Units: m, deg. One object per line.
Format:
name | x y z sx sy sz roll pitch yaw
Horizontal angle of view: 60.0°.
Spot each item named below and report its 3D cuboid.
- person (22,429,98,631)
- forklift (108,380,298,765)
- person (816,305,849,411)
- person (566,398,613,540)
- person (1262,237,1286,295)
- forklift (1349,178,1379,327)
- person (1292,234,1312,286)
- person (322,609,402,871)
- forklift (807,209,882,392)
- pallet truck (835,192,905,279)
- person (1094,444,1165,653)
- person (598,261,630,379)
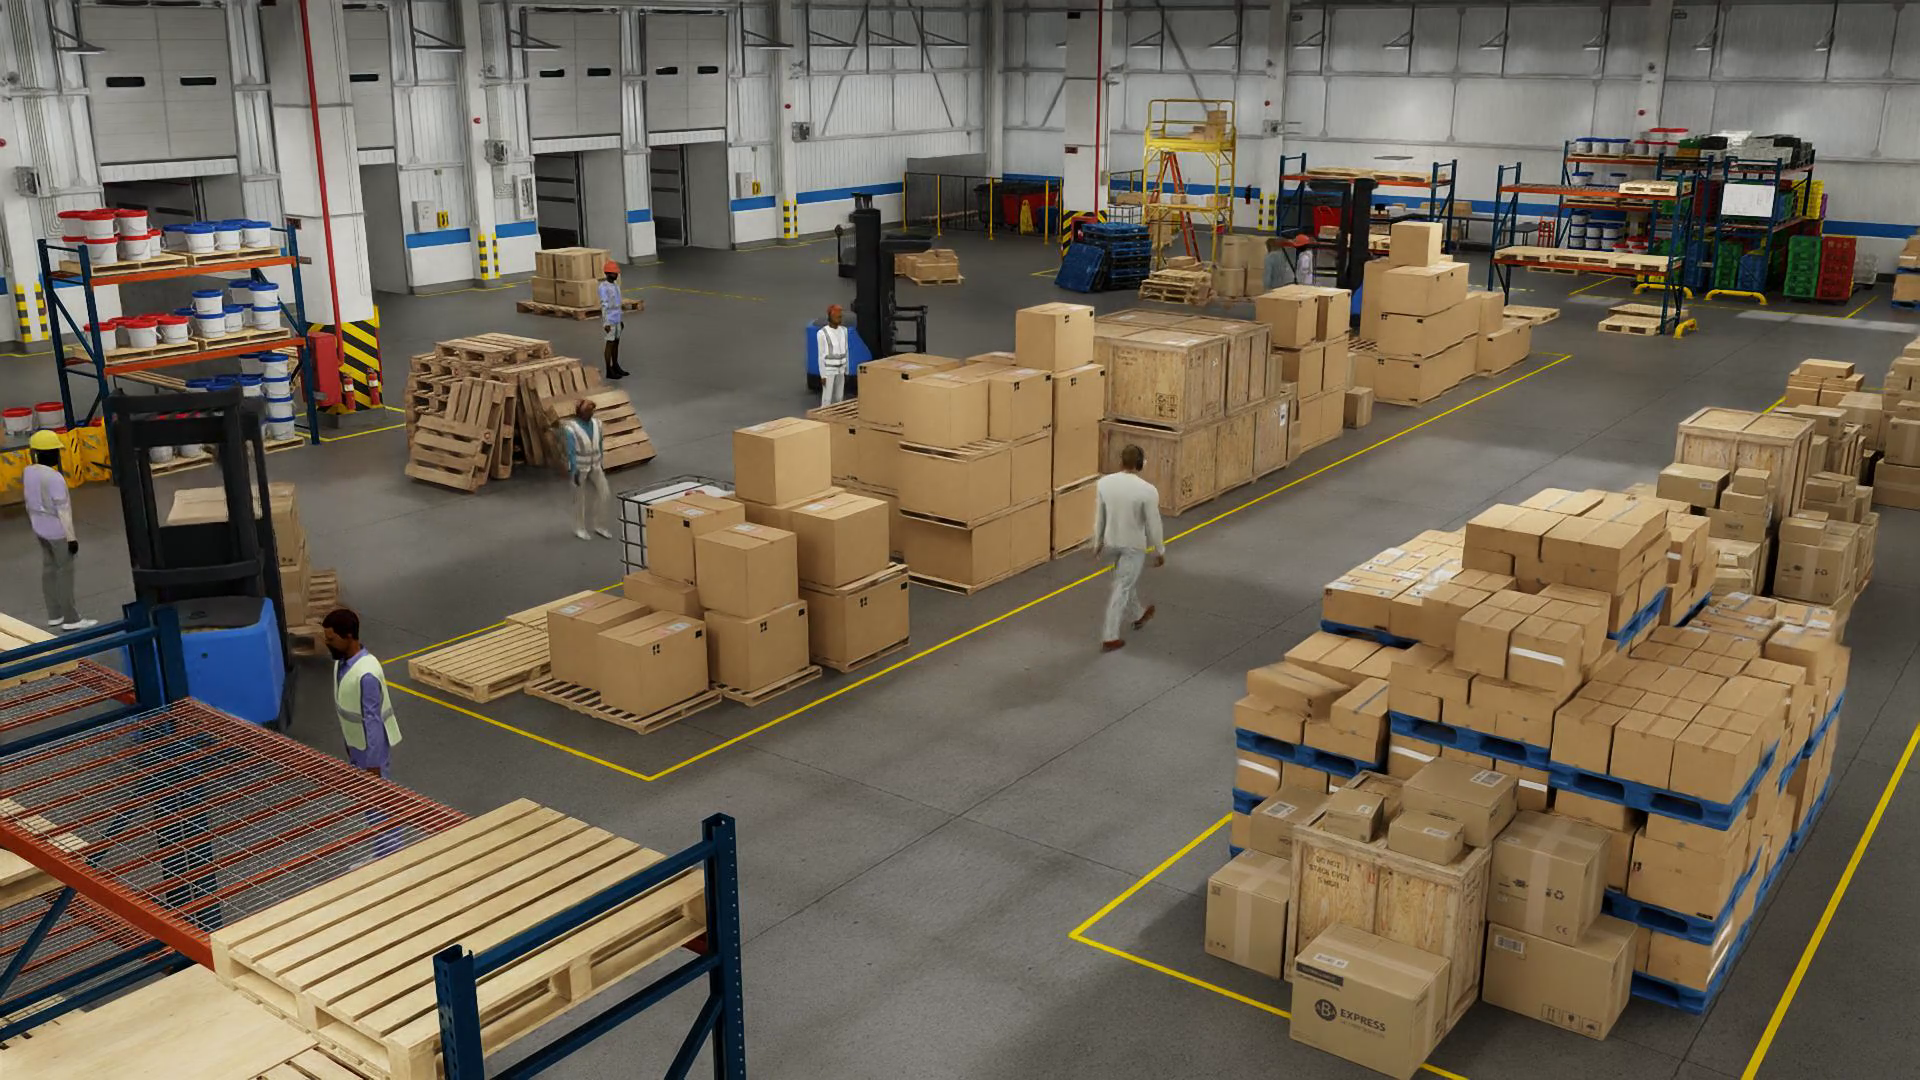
person | -8.538 -0.097 15.724 0.594 1.922 0.386 10 20 30
forklift | -6.085 0.143 13.301 1.129 2.768 1.873 -6 18 -18
person | -1.766 -2.355 23.290 0.351 1.878 0.569 14 22 39
person | -4.122 -0.771 18.474 0.563 1.618 0.531 14 22 39
person | 5.875 -4.644 30.834 0.777 1.904 0.688 14 21 38
forklift | 7.734 -5.553 32.163 1.873 2.768 1.129 3 17 10
person | 6.472 -4.867 31.557 0.413 1.904 0.583 4 17 13
person | -3.905 1.353 10.964 0.394 1.908 0.597 -12 20 -34
forklift | -1.457 -3.801 26.362 1.873 2.768 1.129 1 17 4
pallet truck | -1.936 -7.159 38.982 1.885 1.965 0.823 -12 21 -34
person | 1.598 0.039 15.339 0.660 1.882 1.022 15 22 40
person | -5.706 -3.630 27.401 0.359 1.938 0.545 5 17 15
